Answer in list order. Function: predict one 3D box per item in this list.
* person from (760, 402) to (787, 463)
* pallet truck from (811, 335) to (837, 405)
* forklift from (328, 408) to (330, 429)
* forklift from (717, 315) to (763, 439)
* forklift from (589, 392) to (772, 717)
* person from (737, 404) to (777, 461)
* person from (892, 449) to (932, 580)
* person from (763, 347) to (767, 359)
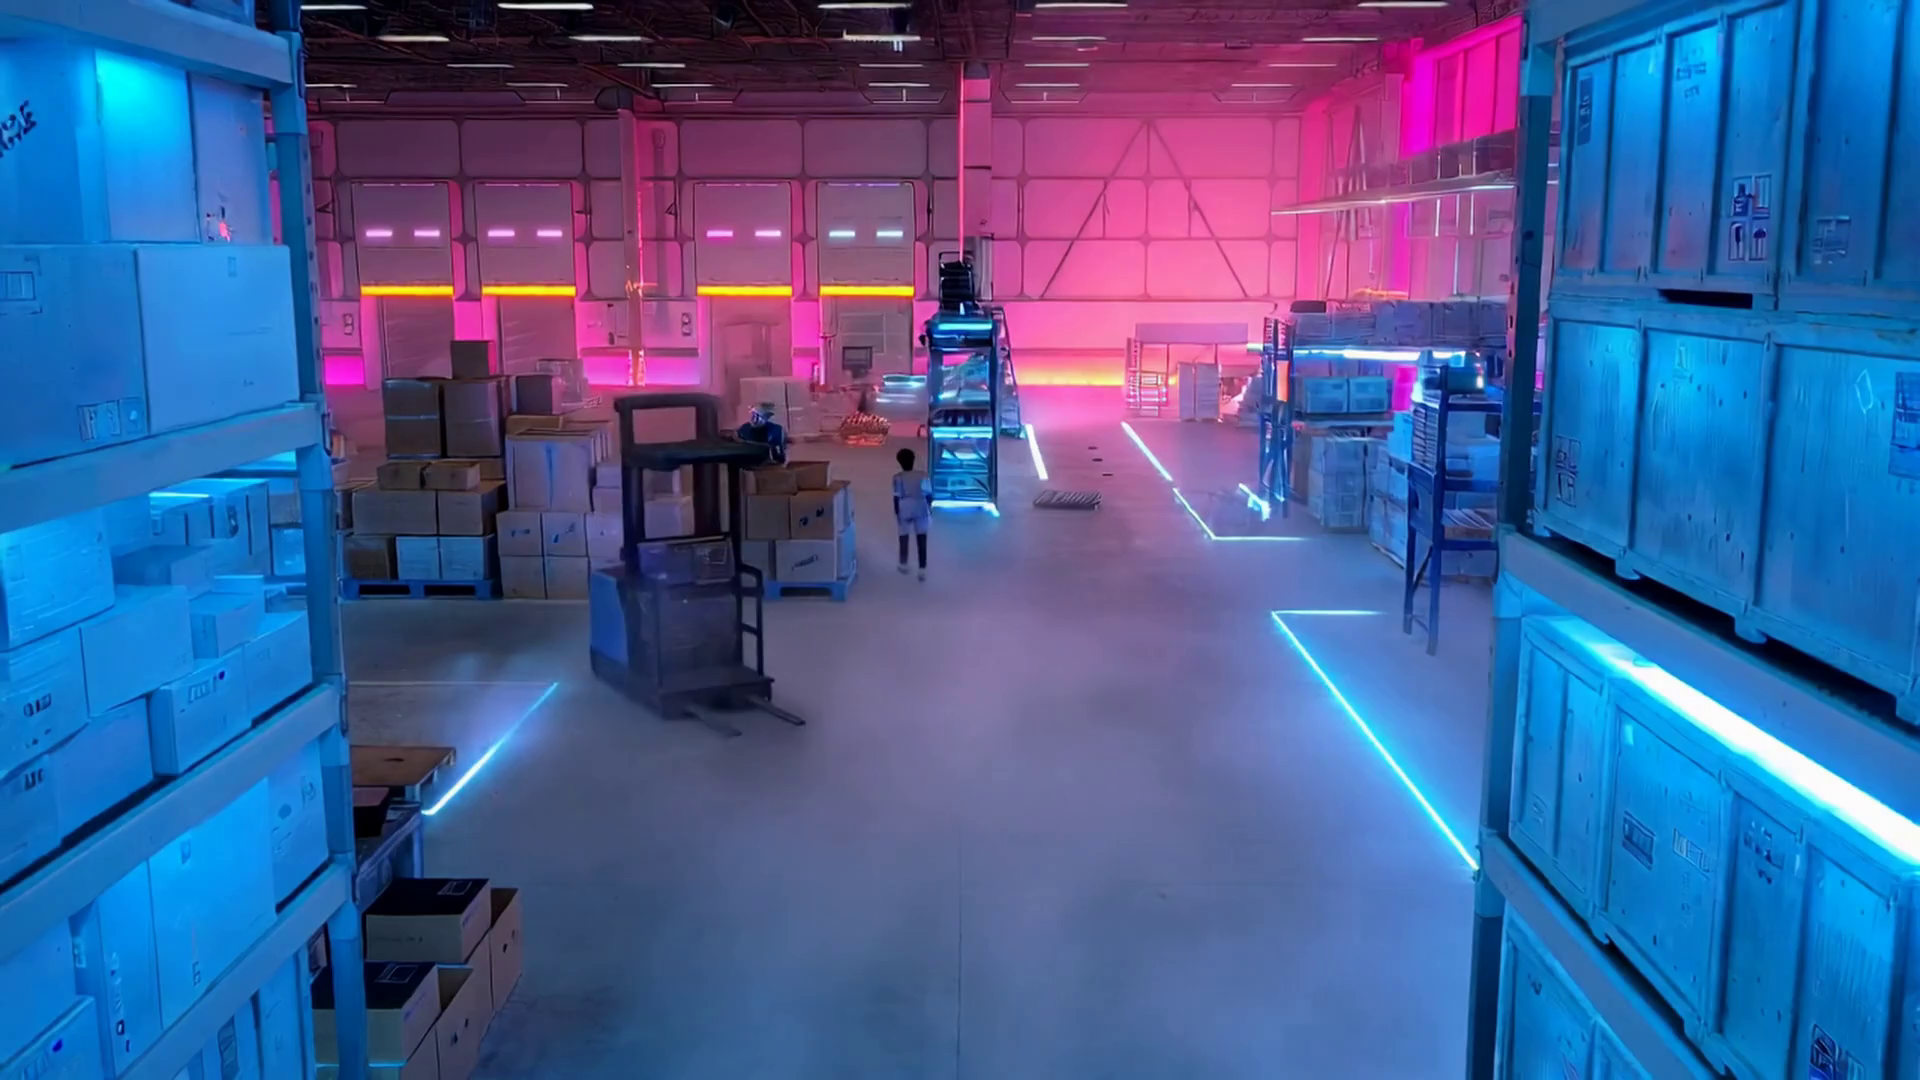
[{"bbox_3d":[-2.810,-1.075,24.644,0.366,1.930,0.542,7,12,35],"label":"person"},{"bbox_3d":[-3.021,-4.312,43.126,1.885,1.965,0.823,3,10,17],"label":"pallet truck"},{"bbox_3d":[-13.015,-2.830,32.031,1.129,2.768,1.873,0,10,1],"label":"forklift"},{"bbox_3d":[-4.554,-3.289,34.675,1.129,2.768,1.873,-5,11,-27],"label":"forklift"},{"bbox_3d":[-2.706,0.026,15.554,1.129,2.768,1.873,-6,12,-32],"label":"forklift"},{"bbox_3d":[-2.972,-1.029,24.403,0.628,1.929,0.363,3,10,17],"label":"person"},{"bbox_3d":[-0.615,-0.345,21.202,0.548,1.642,0.846,-3,10,-15],"label":"person"},{"bbox_3d":[-5.083,-4.128,42.923,0.316,1.700,0.540,-3,10,-16],"label":"person"}]
